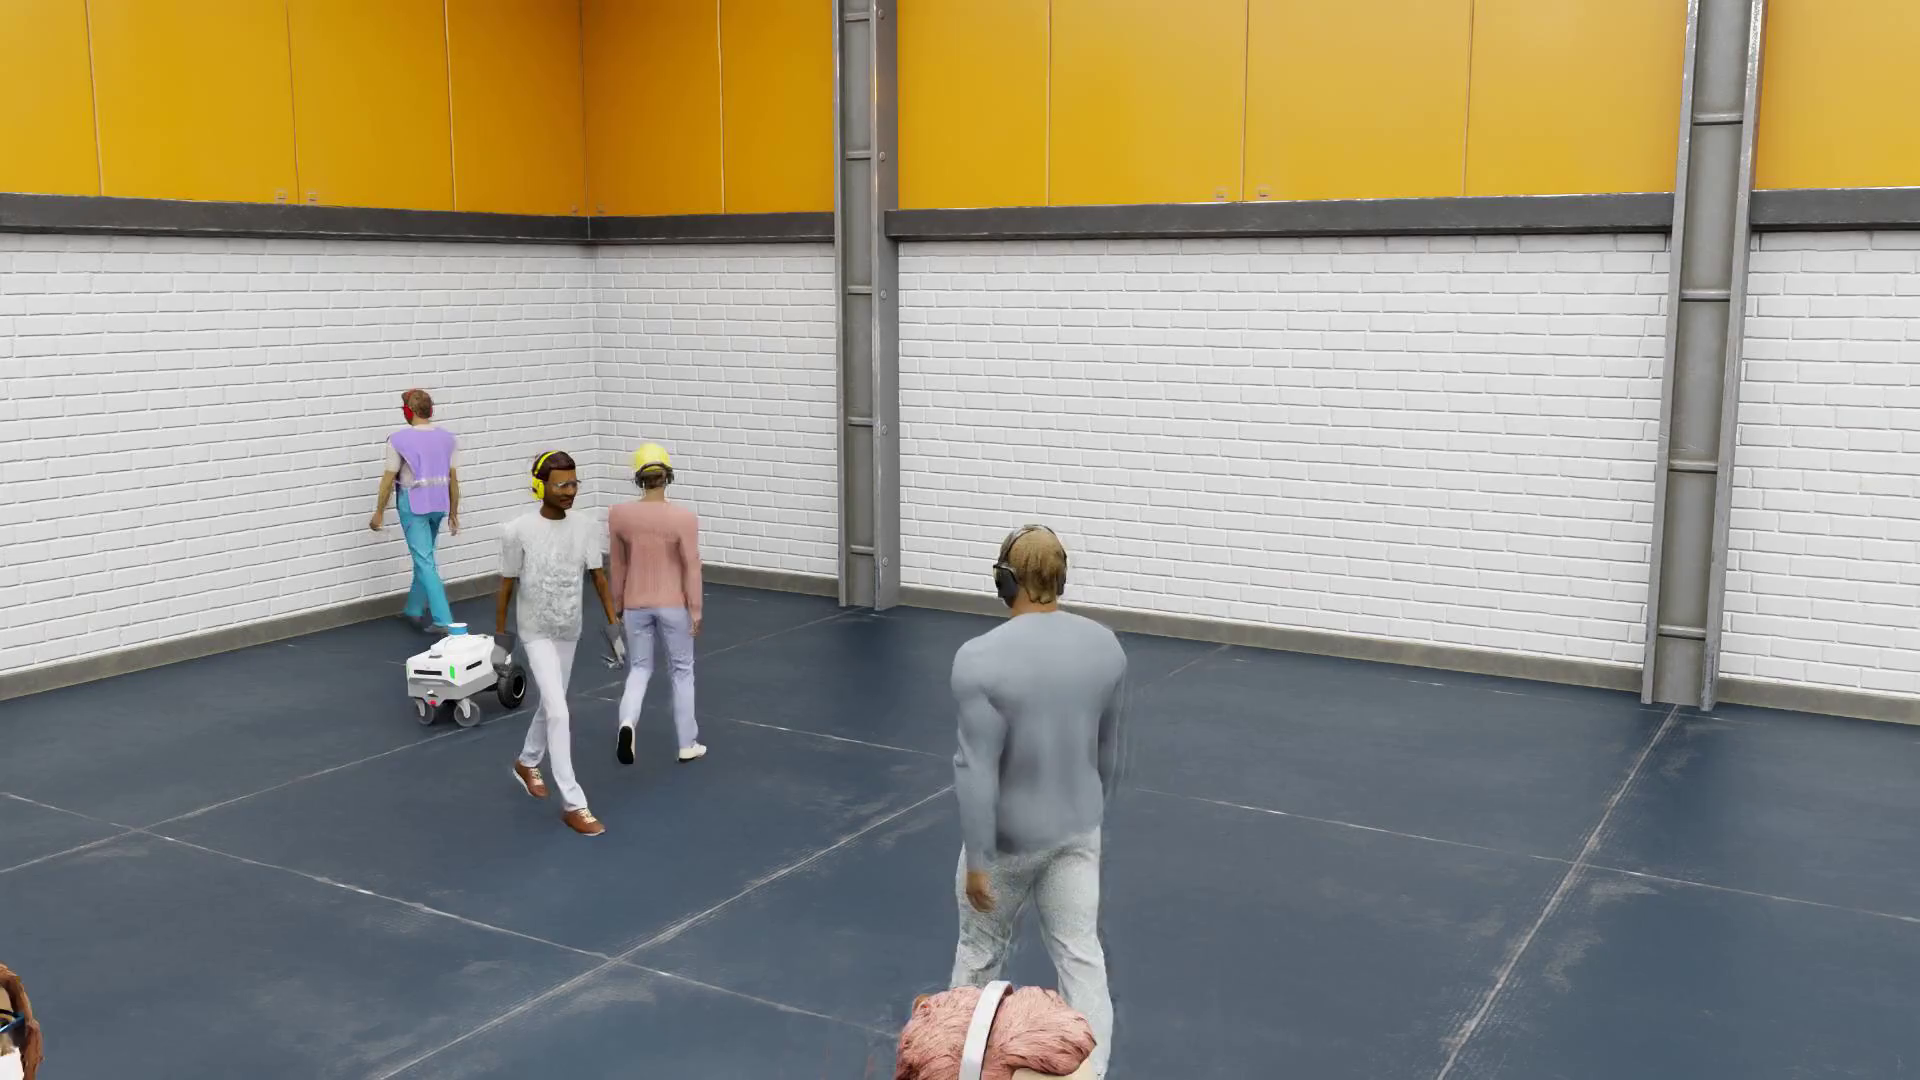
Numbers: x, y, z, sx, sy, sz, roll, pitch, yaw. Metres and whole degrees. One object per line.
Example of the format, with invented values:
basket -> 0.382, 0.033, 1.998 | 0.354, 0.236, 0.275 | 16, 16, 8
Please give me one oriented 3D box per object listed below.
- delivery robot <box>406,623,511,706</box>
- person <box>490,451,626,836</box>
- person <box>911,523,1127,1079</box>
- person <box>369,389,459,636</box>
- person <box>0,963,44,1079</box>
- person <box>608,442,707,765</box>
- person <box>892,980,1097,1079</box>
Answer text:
delivery robot -> -2.987, 0.741, 9.930 | 0.477, 0.478, 0.707 | 2, 9, 14
person -> -1.998, 0.451, 8.131 | 0.546, 1.821, 0.981 | -9, 13, -44
person -> 0.191, 0.880, 5.199 | 0.648, 1.884, 1.013 | -5, 10, -30
person -> -4.005, -0.209, 12.267 | 0.757, 1.819, 0.580 | 5, 11, 30
person -> -1.664, 1.428, 2.665 | 0.781, 1.604, 0.510 | 0, 9, 3
person -> -1.637, 0.363, 8.851 | 0.548, 1.751, 0.586 | 2, 9, 10
person -> 0.016, 1.405, 1.952 | 0.527, 1.884, 0.686 | 2, 9, 10
